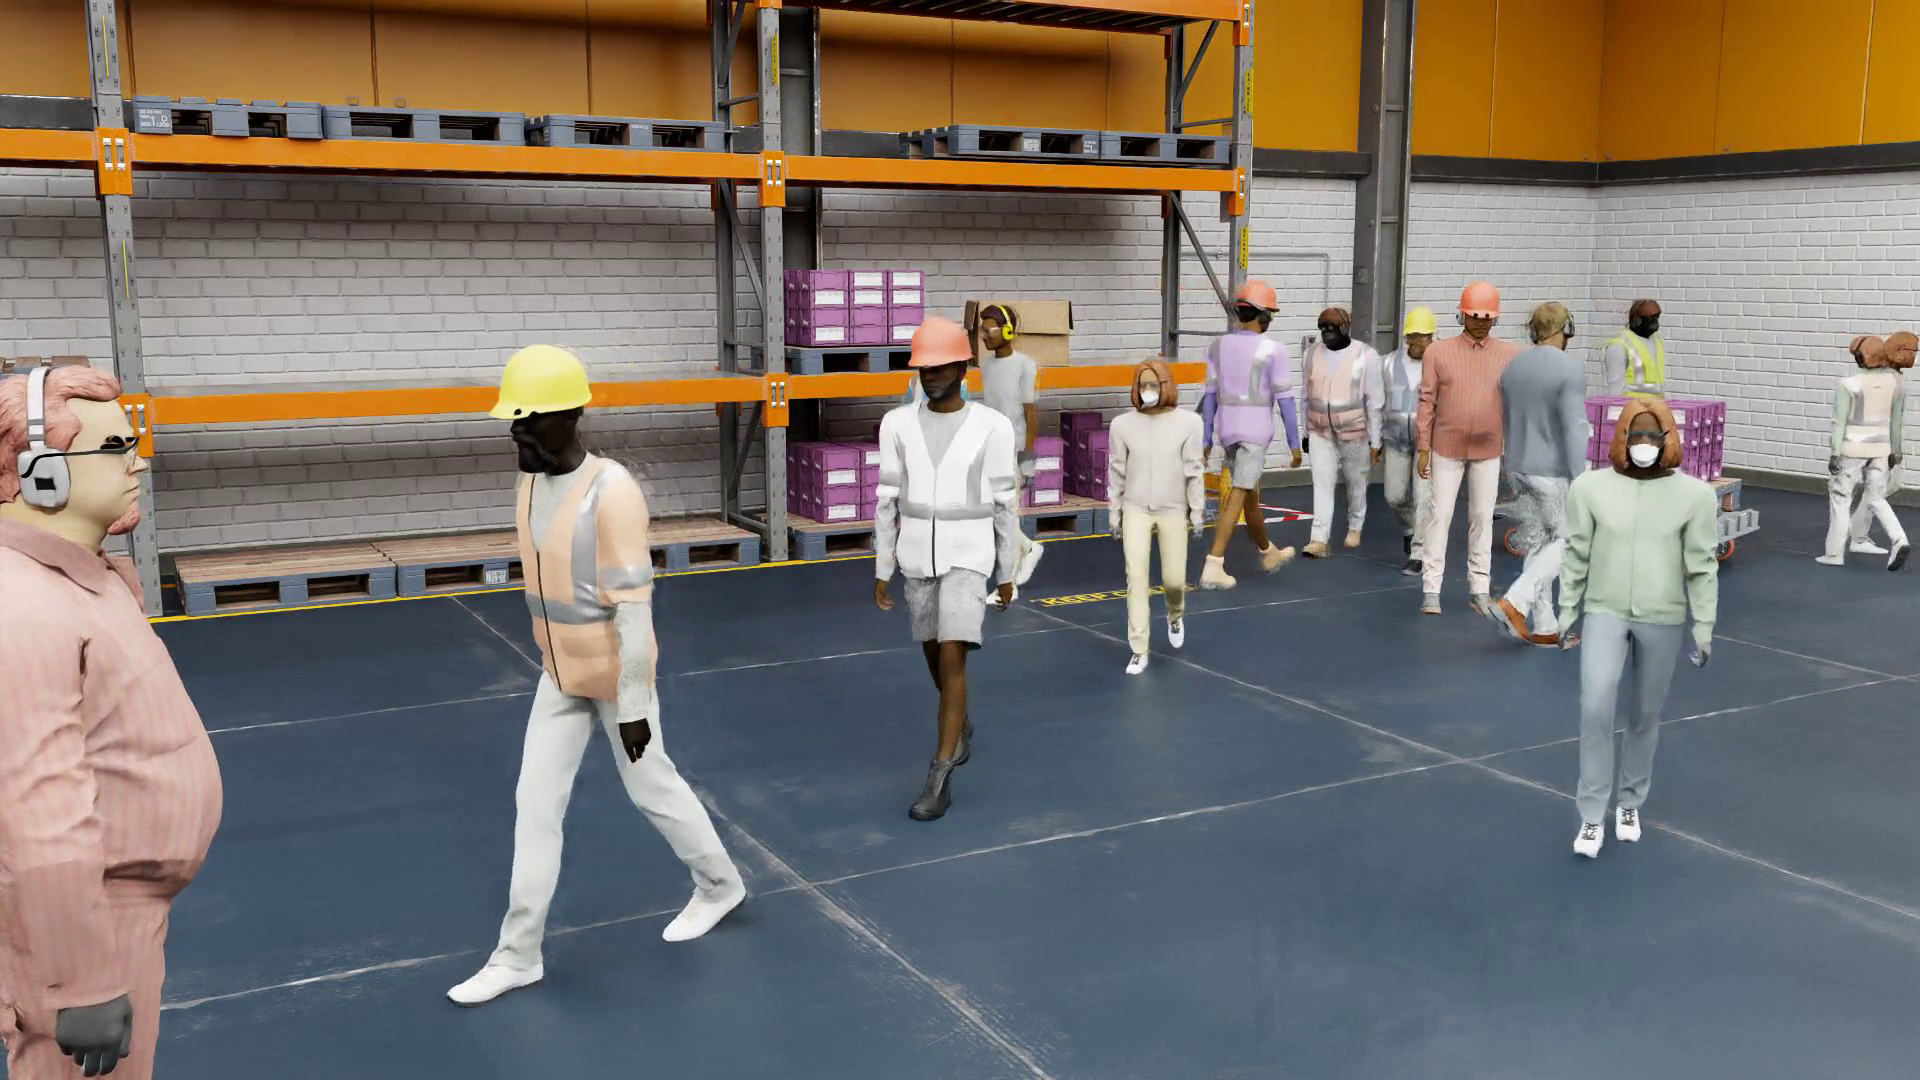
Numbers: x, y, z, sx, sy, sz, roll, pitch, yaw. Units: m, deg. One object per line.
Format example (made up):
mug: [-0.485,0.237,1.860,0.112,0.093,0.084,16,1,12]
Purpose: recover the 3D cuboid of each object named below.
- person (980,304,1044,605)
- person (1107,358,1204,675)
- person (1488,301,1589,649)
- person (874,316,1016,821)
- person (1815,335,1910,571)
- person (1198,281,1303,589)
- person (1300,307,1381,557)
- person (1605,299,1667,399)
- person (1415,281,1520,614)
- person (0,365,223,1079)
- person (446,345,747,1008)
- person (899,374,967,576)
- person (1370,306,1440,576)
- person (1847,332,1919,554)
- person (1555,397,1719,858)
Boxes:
person: [0.338,-0.531,10.317,0.526,1.849,0.520,-9,13,-44]
person: [1.012,-0.134,8.579,0.511,1.615,0.503,3,10,16]
person: [3.094,-0.337,9.008,0.546,1.896,0.665,-3,10,-20]
person: [-0.048,0.061,6.577,0.546,1.898,0.998,3,10,17]
person: [6.180,-0.579,11.311,0.525,1.616,0.630,-1,9,-8]
person: [1.908,-0.688,10.859,1.091,1.981,0.631,-8,12,-41]
person: [2.759,-0.785,12.072,0.645,1.791,0.975,5,11,30]
person: [5.411,-1.017,13.337,0.647,1.826,0.444,-6,11,-33]
person: [3.031,-0.539,9.924,0.608,1.988,0.392,1,9,5]
person: [-1.483,0.657,2.877,0.406,1.911,0.636,-5,10,-26]
person: [-1.030,0.356,4.858,0.605,1.867,0.981,8,12,41]
person: [-0.225,-0.558,11.194,0.746,1.598,0.565,-8,12,-39]
person: [3.102,-0.680,11.278,0.619,1.816,0.607,5,11,28]
person: [6.671,-0.698,12.031,0.376,1.611,0.563,4,10,21]
person: [2.362,0.315,5.826,0.524,1.608,0.670,4,10,21]
